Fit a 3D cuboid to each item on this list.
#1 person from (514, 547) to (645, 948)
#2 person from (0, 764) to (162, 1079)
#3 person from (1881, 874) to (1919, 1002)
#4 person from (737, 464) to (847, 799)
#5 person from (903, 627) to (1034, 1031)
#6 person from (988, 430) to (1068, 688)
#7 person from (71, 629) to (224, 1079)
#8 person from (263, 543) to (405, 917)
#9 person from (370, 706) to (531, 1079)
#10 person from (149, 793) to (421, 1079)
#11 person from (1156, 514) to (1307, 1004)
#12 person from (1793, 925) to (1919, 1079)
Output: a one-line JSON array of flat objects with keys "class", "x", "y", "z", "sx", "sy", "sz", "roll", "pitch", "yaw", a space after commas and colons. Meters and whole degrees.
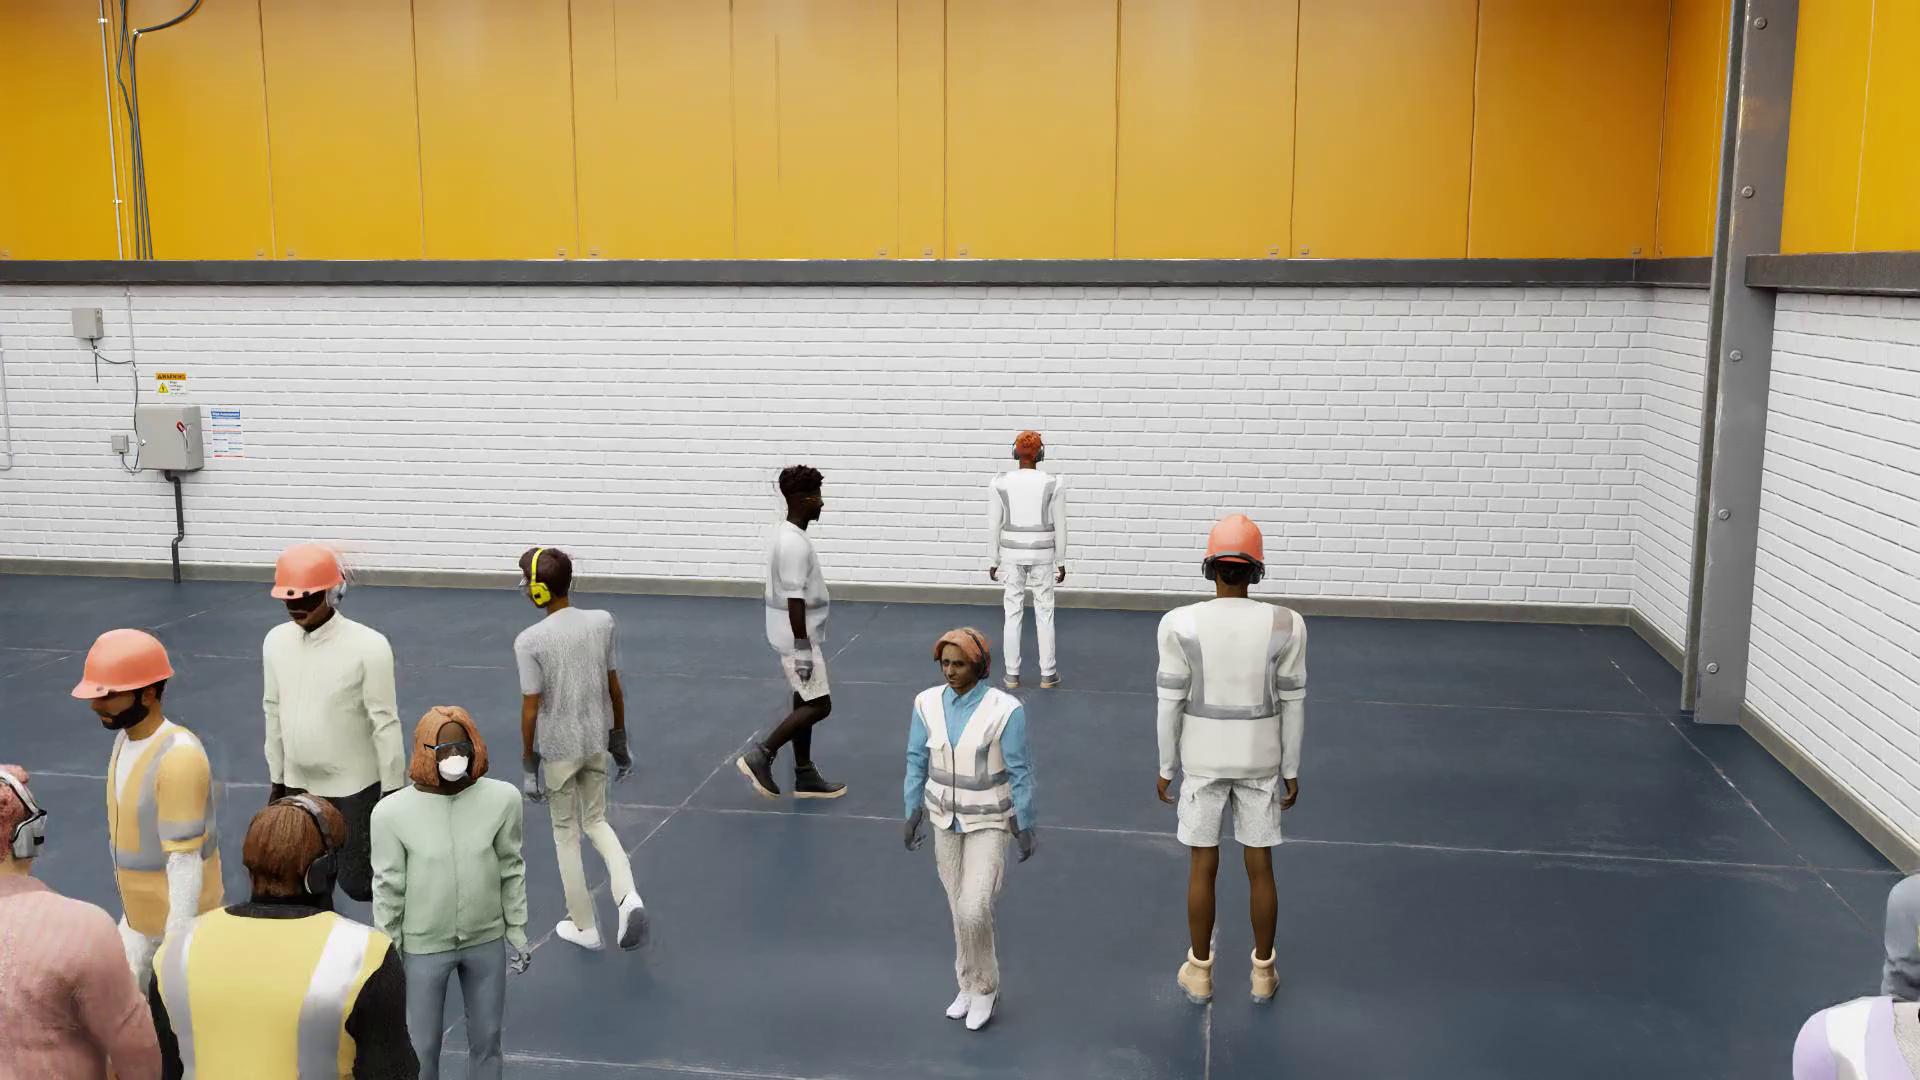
[{"class": "person", "x": -1.650, "y": 0.941, "z": 7.289, "sx": 0.561, "sy": 1.845, "sz": 0.561, "roll": -8, "pitch": 13, "yaw": -42}, {"class": "person", "x": -2.290, "y": 1.468, "z": 4.048, "sx": 0.641, "sy": 1.851, "sz": 1.034, "roll": 2, "pitch": 9, "yaw": 12}, {"class": "person", "x": 2.940, "y": 1.463, "z": 4.857, "sx": 0.496, "sy": 1.592, "sz": 0.840, "roll": 2, "pitch": 9, "yaw": 14}, {"class": "person", "x": -0.943, "y": 0.540, "z": 9.422, "sx": 0.527, "sy": 1.955, "sz": 0.627, "roll": -2, "pitch": 9, "yaw": -10}, {"class": "person", "x": 0.006, "y": 1.152, "z": 6.647, "sx": 0.546, "sy": 1.620, "sz": 0.459, "roll": 6, "pitch": 11, "yaw": 32}, {"class": "person", "x": 0.496, "y": 0.145, "z": 12.089, "sx": 0.577, "sy": 1.882, "sz": 0.356, "roll": 2, "pitch": 9, "yaw": 9}, {"class": "person", "x": -2.582, "y": 1.200, "z": 5.578, "sx": 0.549, "sy": 1.897, "sz": 0.962, "roll": 8, "pitch": 12, "yaw": 41}, {"class": "person", "x": -2.535, "y": 0.953, "z": 6.849, "sx": 0.618, "sy": 1.968, "sz": 0.687, "roll": 3, "pitch": 10, "yaw": 19}, {"class": "person", "x": -1.662, "y": 1.340, "z": 5.476, "sx": 0.500, "sy": 1.636, "sz": 0.281, "roll": -6, "pitch": 11, "yaw": -32}, {"class": "person", "x": -1.579, "y": 1.513, "z": 3.863, "sx": 0.668, "sy": 1.817, "sz": 0.631, "roll": 2, "pitch": 9, "yaw": 10}, {"class": "person", "x": 1.109, "y": 0.907, "z": 6.891, "sx": 0.609, "sy": 2.044, "sz": 0.397, "roll": 1, "pitch": 9, "yaw": 4}, {"class": "person", "x": 1.949, "y": 1.559, "z": 3.295, "sx": 0.595, "sy": 1.904, "sz": 0.419, "roll": 3, "pitch": 10, "yaw": 20}]
